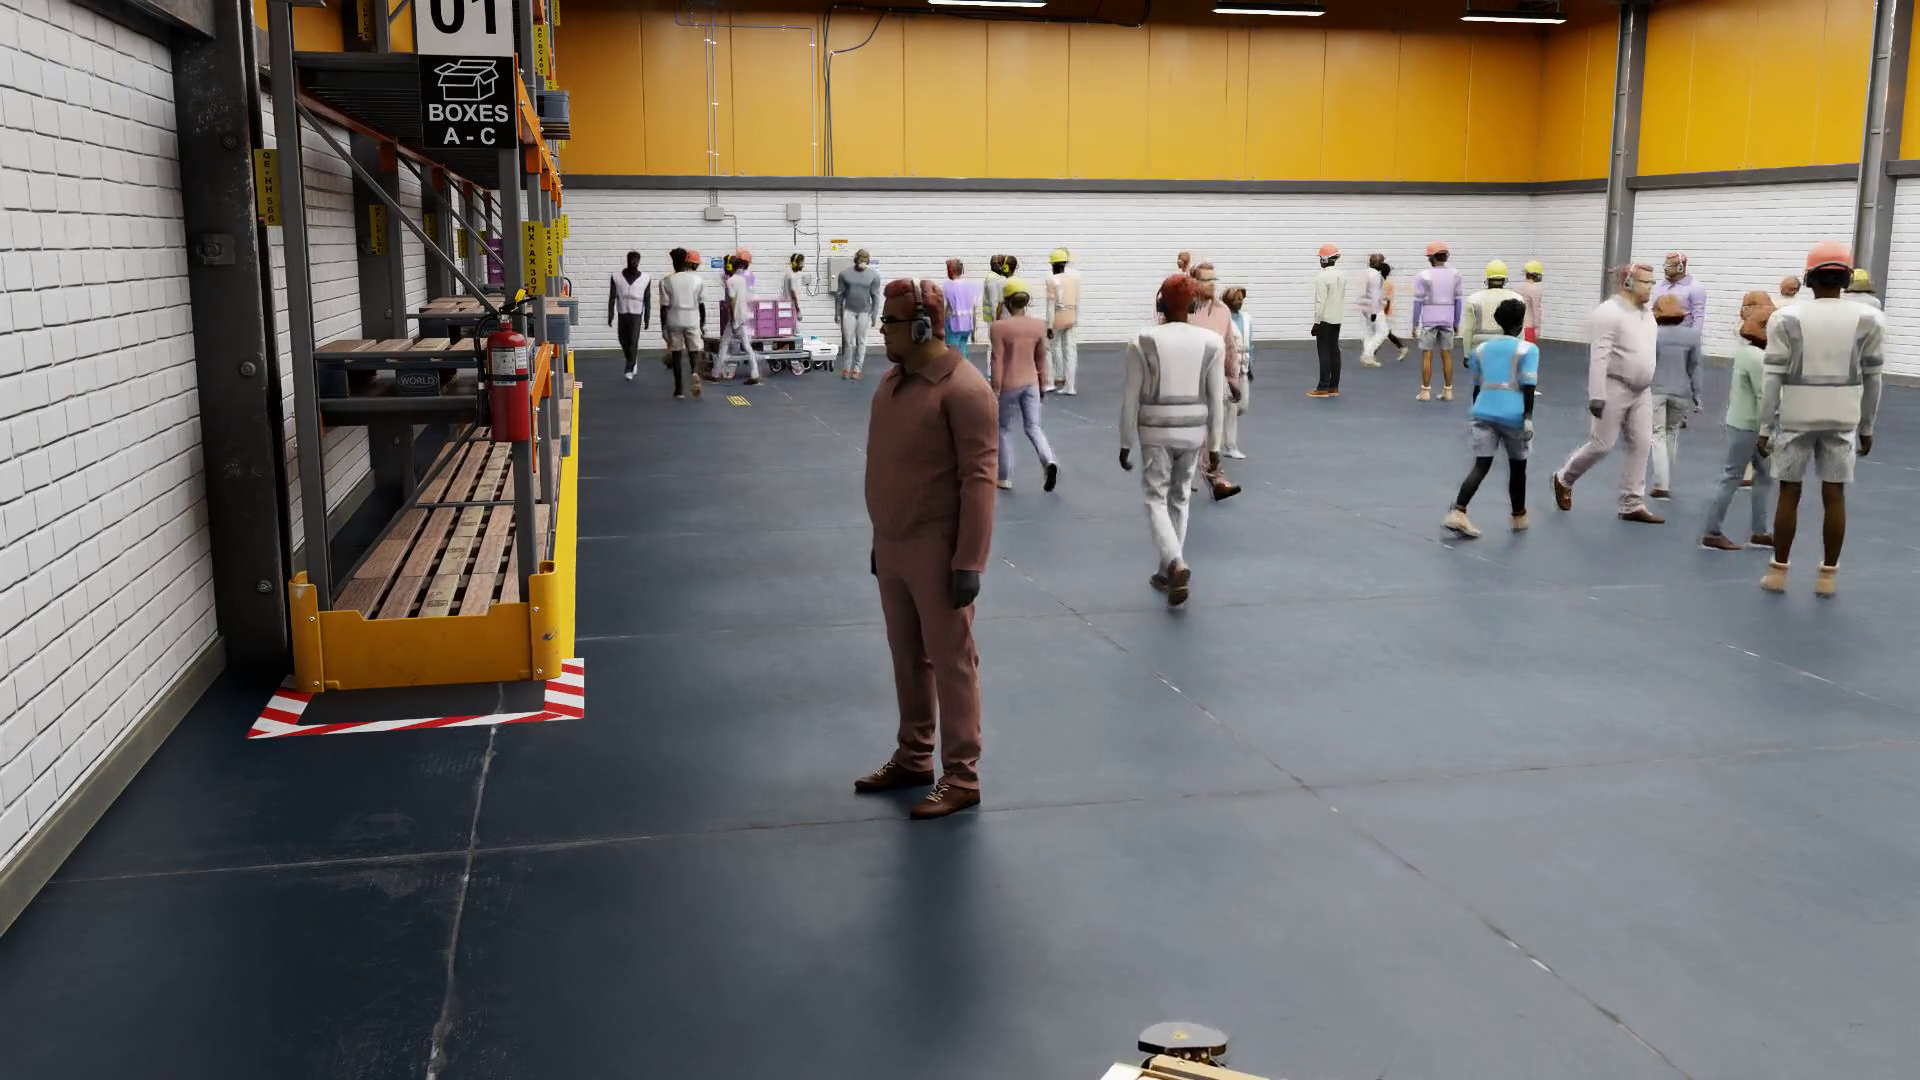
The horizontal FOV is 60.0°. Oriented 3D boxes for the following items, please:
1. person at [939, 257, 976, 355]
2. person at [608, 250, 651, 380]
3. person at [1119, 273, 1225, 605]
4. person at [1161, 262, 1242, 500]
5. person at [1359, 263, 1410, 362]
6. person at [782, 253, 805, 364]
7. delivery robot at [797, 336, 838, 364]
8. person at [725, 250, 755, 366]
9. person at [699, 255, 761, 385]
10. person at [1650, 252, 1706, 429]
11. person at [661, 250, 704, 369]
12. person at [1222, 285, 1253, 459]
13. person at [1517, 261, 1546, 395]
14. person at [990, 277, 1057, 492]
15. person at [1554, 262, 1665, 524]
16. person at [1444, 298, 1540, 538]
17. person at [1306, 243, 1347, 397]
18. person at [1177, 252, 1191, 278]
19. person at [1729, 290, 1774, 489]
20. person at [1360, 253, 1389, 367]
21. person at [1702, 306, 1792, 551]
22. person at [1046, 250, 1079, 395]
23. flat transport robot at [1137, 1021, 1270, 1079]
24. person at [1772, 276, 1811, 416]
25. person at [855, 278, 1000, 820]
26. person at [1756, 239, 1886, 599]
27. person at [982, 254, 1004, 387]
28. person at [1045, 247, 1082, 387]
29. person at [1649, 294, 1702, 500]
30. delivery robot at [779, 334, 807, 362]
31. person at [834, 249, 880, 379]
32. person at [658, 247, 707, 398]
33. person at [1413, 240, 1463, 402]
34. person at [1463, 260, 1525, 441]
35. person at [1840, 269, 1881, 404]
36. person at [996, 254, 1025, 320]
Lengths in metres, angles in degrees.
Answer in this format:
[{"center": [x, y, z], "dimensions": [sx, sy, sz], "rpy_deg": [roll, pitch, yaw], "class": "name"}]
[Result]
[{"center": [0.002, -2.588, 20.658], "dimensions": [0.566, 1.828, 0.651], "rpy_deg": [-8, 13, -38], "class": "person"}, {"center": [-4.872, -3.331, 24.577], "dimensions": [0.634, 1.892, 0.758], "rpy_deg": [-1, 10, -7], "class": "person"}, {"center": [1.207, -0.567, 9.363], "dimensions": [0.583, 1.857, 0.839], "rpy_deg": [-2, 10, -8], "class": "person"}, {"center": [1.954, -1.259, 13.185], "dimensions": [0.669, 1.850, 0.980], "rpy_deg": [-7, 12, -33], "class": "person"}, {"center": [7.099, -3.780, 27.685], "dimensions": [0.758, 1.673, 0.537], "rpy_deg": [-1, 10, -6], "class": "person"}, {"center": [-2.661, -3.762, 27.152], "dimensions": [0.817, 1.817, 0.615], "rpy_deg": [-2, 10, -8], "class": "person"}, {"center": [-2.255, -2.929, 25.793], "dimensions": [0.707, 0.478, 0.477], "rpy_deg": [-5, 11, -24], "class": "delivery robot"}, {"center": [-3.583, -3.774, 27.111], "dimensions": [0.556, 1.874, 0.970], "rpy_deg": [3, 11, 17], "class": "person"}, {"center": [-3.231, -3.092, 23.450], "dimensions": [0.972, 1.822, 0.517], "rpy_deg": [5, 11, 26], "class": "person"}, {"center": [7.700, -2.152, 18.012], "dimensions": [0.401, 1.904, 0.648], "rpy_deg": [-5, 12, -28], "class": "person"}, {"center": [-4.397, -3.664, 26.464], "dimensions": [0.588, 1.888, 0.972], "rpy_deg": [10, 14, 43], "class": "person"}, {"center": [2.513, -1.590, 15.667], "dimensions": [0.524, 1.623, 0.548], "rpy_deg": [-9, 14, -41], "class": "person"}, {"center": [7.520, -2.790, 21.975], "dimensions": [0.344, 1.757, 0.562], "rpy_deg": [-2, 11, -13], "class": "person"}, {"center": [0.501, -1.241, 13.424], "dimensions": [0.532, 1.745, 0.742], "rpy_deg": [-5, 12, -27], "class": "person"}, {"center": [4.777, -1.082, 12.130], "dimensions": [0.669, 1.880, 0.787], "rpy_deg": [-6, 12, -29], "class": "person"}, {"center": [3.701, -0.838, 11.448], "dimensions": [0.830, 1.647, 0.564], "rpy_deg": [-9, 14, -42], "class": "person"}, {"center": [4.780, -2.854, 21.644], "dimensions": [0.375, 1.995, 0.609], "rpy_deg": [9, 14, 41], "class": "person"}, {"center": [3.911, -4.009, 28.524], "dimensions": [0.982, 1.841, 0.583], "rpy_deg": [-2, 11, -13], "class": "person"}, {"center": [6.530, -1.230, 13.681], "dimensions": [0.509, 1.628, 0.283], "rpy_deg": [-6, 12, -29], "class": "person"}, {"center": [6.631, -3.671, 26.647], "dimensions": [0.445, 1.831, 0.631], "rpy_deg": [-1, 10, -5], "class": "person"}, {"center": [5.219, -0.709, 10.815], "dimensions": [0.680, 1.603, 0.514], "rpy_deg": [3, 11, 18], "class": "person"}, {"center": [1.263, -2.863, 21.940], "dimensions": [0.628, 1.900, 0.704], "rpy_deg": [-10, 14, -43], "class": "person"}, {"center": [0.429, 1.344, 3.162], "dimensions": [0.652, 0.197, 1.431], "rpy_deg": [5, 11, 26], "class": "flat transport robot"}, {"center": [9.553, -2.234, 19.218], "dimensions": [0.541, 1.624, 0.360], "rpy_deg": [9, 13, 40], "class": "person"}, {"center": [-0.145, 0.029, 5.921], "dimensions": [0.402, 1.904, 0.652], "rpy_deg": [-7, 12, -34], "class": "person"}, {"center": [4.887, -0.682, 9.482], "dimensions": [0.612, 2.044, 0.378], "rpy_deg": [4, 11, 19], "class": "person"}, {"center": [0.527, -3.043, 23.119], "dimensions": [0.429, 1.841, 0.633], "rpy_deg": [1, 10, 3], "class": "person"}, {"center": [1.418, -3.098, 23.158], "dimensions": [0.630, 1.940, 0.372], "rpy_deg": [-9, 13, -40], "class": "person"}, {"center": [5.577, -1.146, 13.243], "dimensions": [0.524, 1.600, 0.735], "rpy_deg": [1, 10, 3], "class": "person"}, {"center": [-2.568, -2.996, 26.165], "dimensions": [0.707, 0.478, 0.477], "rpy_deg": [-8, 13, -39], "class": "delivery robot"}, {"center": [-1.508, -3.284, 24.311], "dimensions": [0.689, 1.898, 0.655], "rpy_deg": [0, 10, 0], "class": "person"}, {"center": [-3.549, -2.779, 21.357], "dimensions": [0.632, 1.950, 0.645], "rpy_deg": [-3, 11, -17], "class": "person"}, {"center": [6.009, -2.750, 20.970], "dimensions": [0.615, 2.034, 0.413], "rpy_deg": [-1, 10, -5], "class": "person"}, {"center": [5.417, -1.919, 16.902], "dimensions": [0.598, 1.836, 0.404], "rpy_deg": [3, 11, 15], "class": "person"}, {"center": [9.995, -2.167, 18.609], "dimensions": [0.502, 1.713, 0.391], "rpy_deg": [8, 13, 36], "class": "person"}, {"center": [0.660, -2.716, 21.280], "dimensions": [0.593, 1.853, 0.534], "rpy_deg": [8, 13, 38], "class": "person"}]
